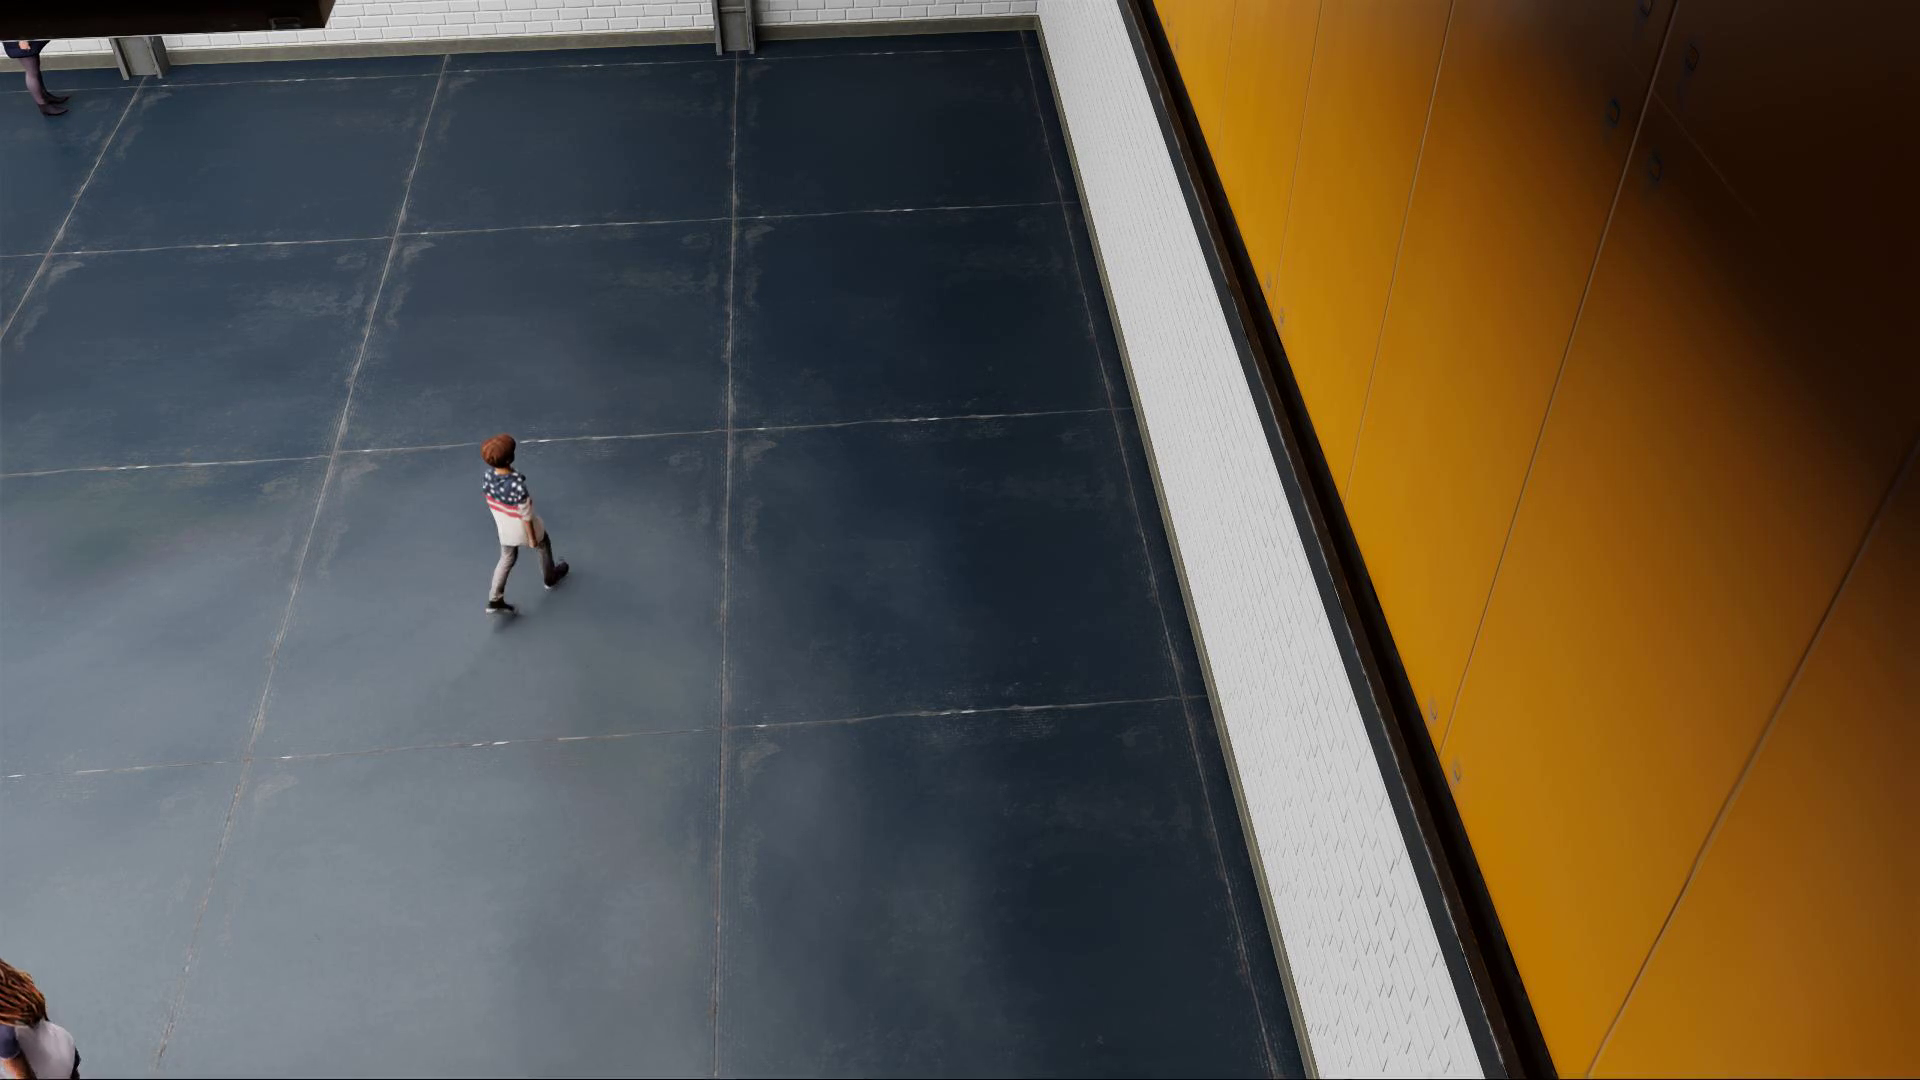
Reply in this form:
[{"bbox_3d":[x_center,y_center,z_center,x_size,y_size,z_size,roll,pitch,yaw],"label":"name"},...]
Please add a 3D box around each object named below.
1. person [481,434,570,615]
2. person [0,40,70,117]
[{"bbox_3d":[-2.988,-0.083,11.044,0.941,1.416,0.897,19,47,19],"label":"person"},{"bbox_3d":[-8.993,-4.873,15.884,0.732,1.675,0.728,-13,45,-13],"label":"person"}]
